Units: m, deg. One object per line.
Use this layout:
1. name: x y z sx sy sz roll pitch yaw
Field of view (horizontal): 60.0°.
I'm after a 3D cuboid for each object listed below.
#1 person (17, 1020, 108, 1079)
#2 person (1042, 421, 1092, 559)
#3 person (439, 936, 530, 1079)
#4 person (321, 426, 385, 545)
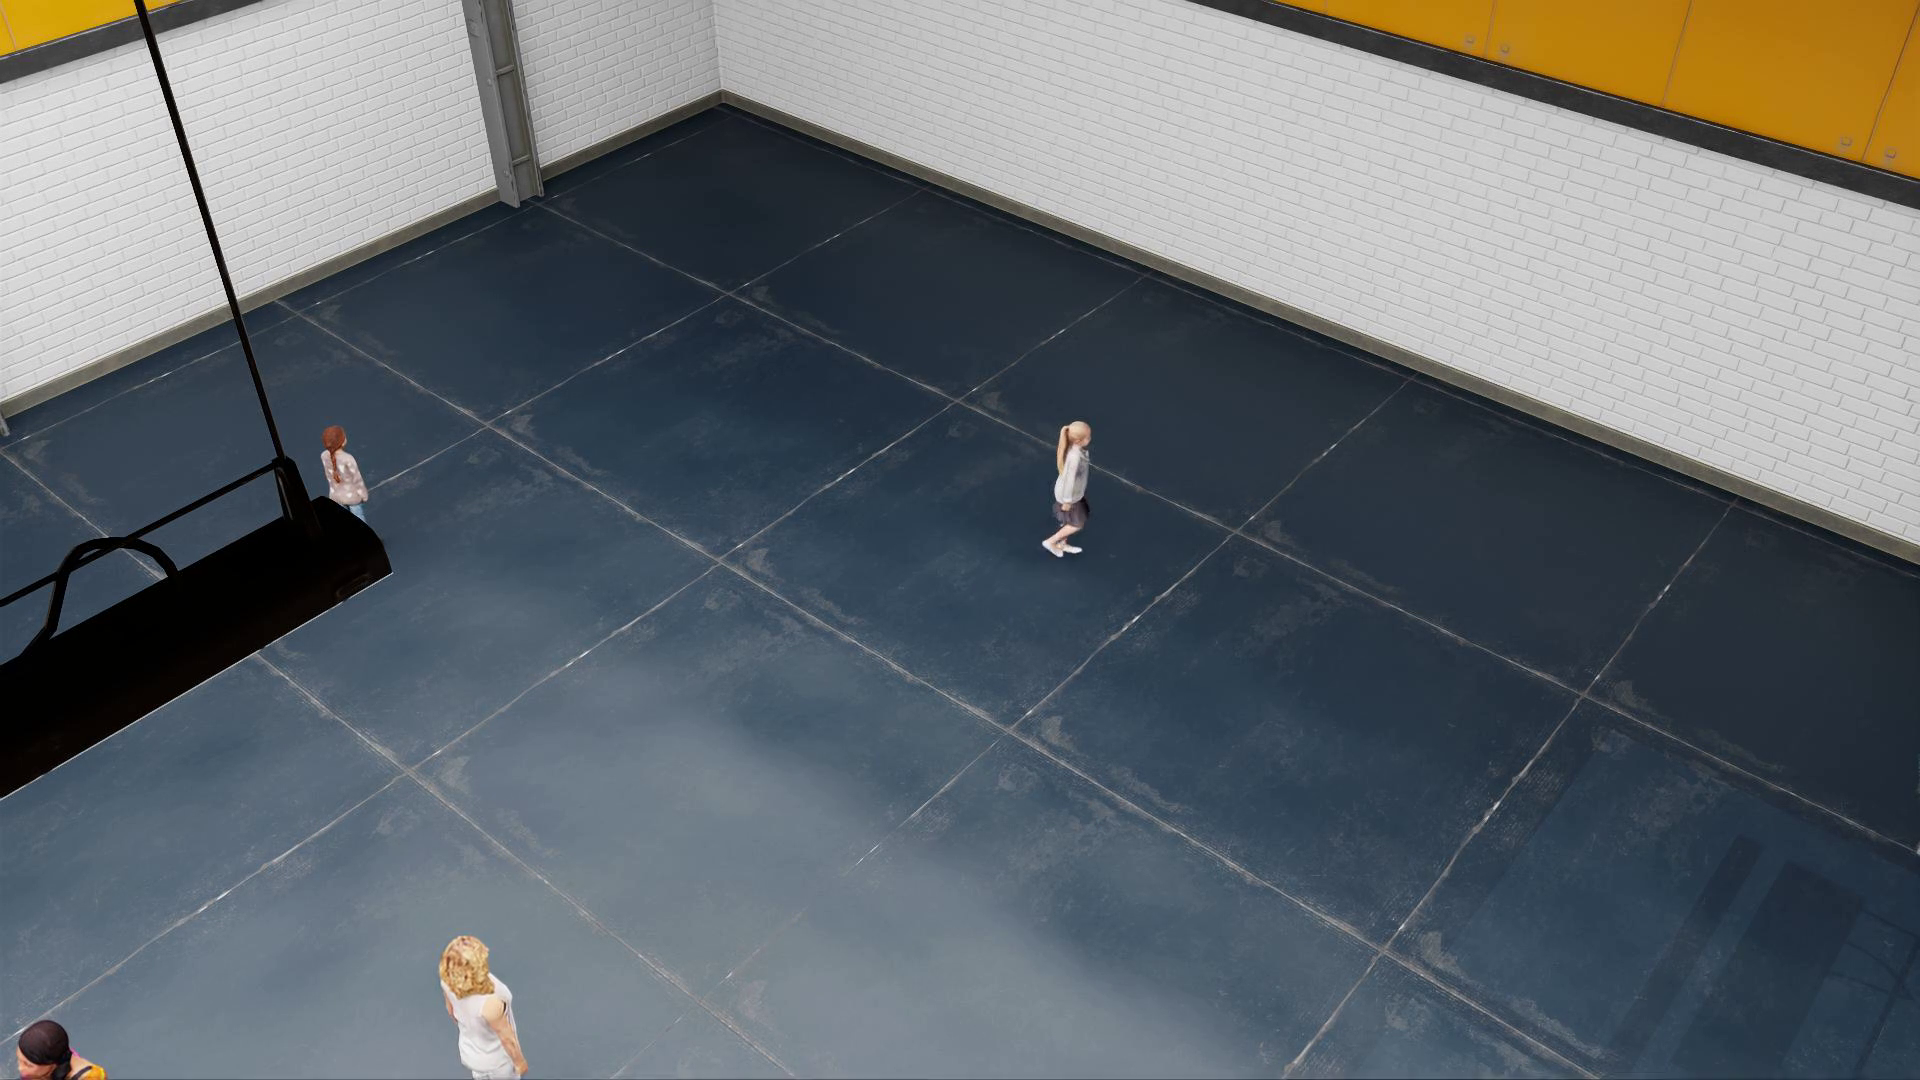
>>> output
1. person: -4.470 3.000 8.493 0.708 1.686 0.726 17 42 20
2. person: 0.808 -0.381 13.067 0.718 1.262 0.656 2 39 3
3. person: -2.533 2.695 8.888 0.624 1.670 0.565 23 44 26
4. person: -4.849 -0.388 13.129 0.538 1.195 0.562 10 40 13
